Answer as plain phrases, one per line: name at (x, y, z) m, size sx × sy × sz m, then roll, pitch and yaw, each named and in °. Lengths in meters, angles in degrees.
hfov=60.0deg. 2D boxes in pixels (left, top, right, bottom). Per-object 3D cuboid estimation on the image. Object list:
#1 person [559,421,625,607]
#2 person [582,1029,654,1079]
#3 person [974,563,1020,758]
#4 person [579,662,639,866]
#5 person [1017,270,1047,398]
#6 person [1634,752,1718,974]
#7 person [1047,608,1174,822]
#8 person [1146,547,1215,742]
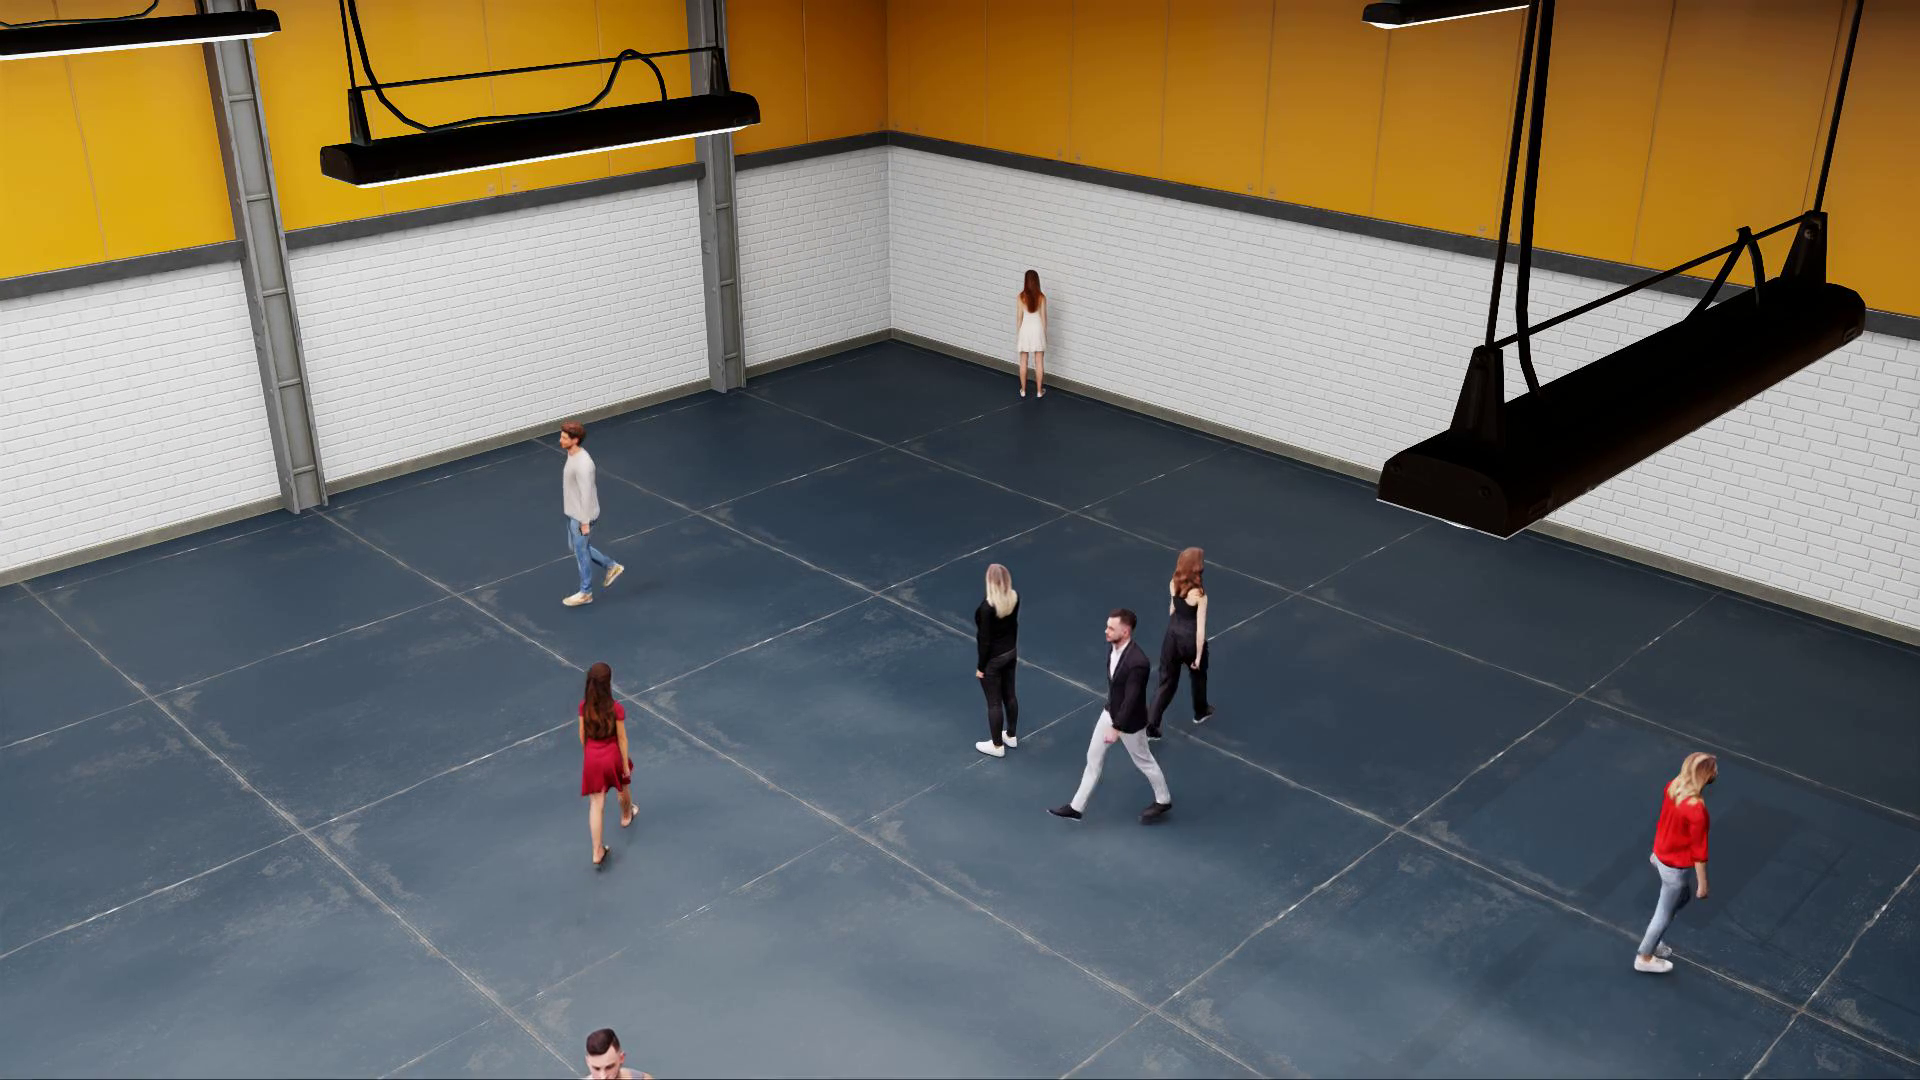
person at (-3.608, -0.274, 16.208) m, size 1.000 × 1.895 × 0.874 m, roll -9°, pitch 25°, yaw -19°
person at (-1.741, 3.215, 8.426) m, size 0.648 × 1.844 × 0.785 m, roll -7°, pitch 25°, yaw -16°
person at (0.316, 0.977, 13.607) m, size 0.684 × 1.685 × 0.483 m, roll 19°, pitch 30°, yaw 37°
person at (-2.645, 1.661, 12.260) m, size 0.964 × 1.511 × 1.077 m, roll 2°, pitch 24°, yaw 6°
person at (0.949, -2.741, 22.085) m, size 0.655 × 1.708 × 0.695 m, roll 4°, pitch 24°, yaw 9°
person at (4.629, 2.141, 10.937) m, size 0.786 × 1.693 × 0.726 m, roll 0°, pitch 24°, yaw -1°
person at (1.350, 1.372, 12.582) m, size 1.328 × 1.783 × 1.030 m, roll -8°, pitch 25°, yaw -17°
person at (1.784, 0.894, 13.771) m, size 0.640 × 1.707 × 1.152 m, roll 19°, pitch 30°, yaw 36°
